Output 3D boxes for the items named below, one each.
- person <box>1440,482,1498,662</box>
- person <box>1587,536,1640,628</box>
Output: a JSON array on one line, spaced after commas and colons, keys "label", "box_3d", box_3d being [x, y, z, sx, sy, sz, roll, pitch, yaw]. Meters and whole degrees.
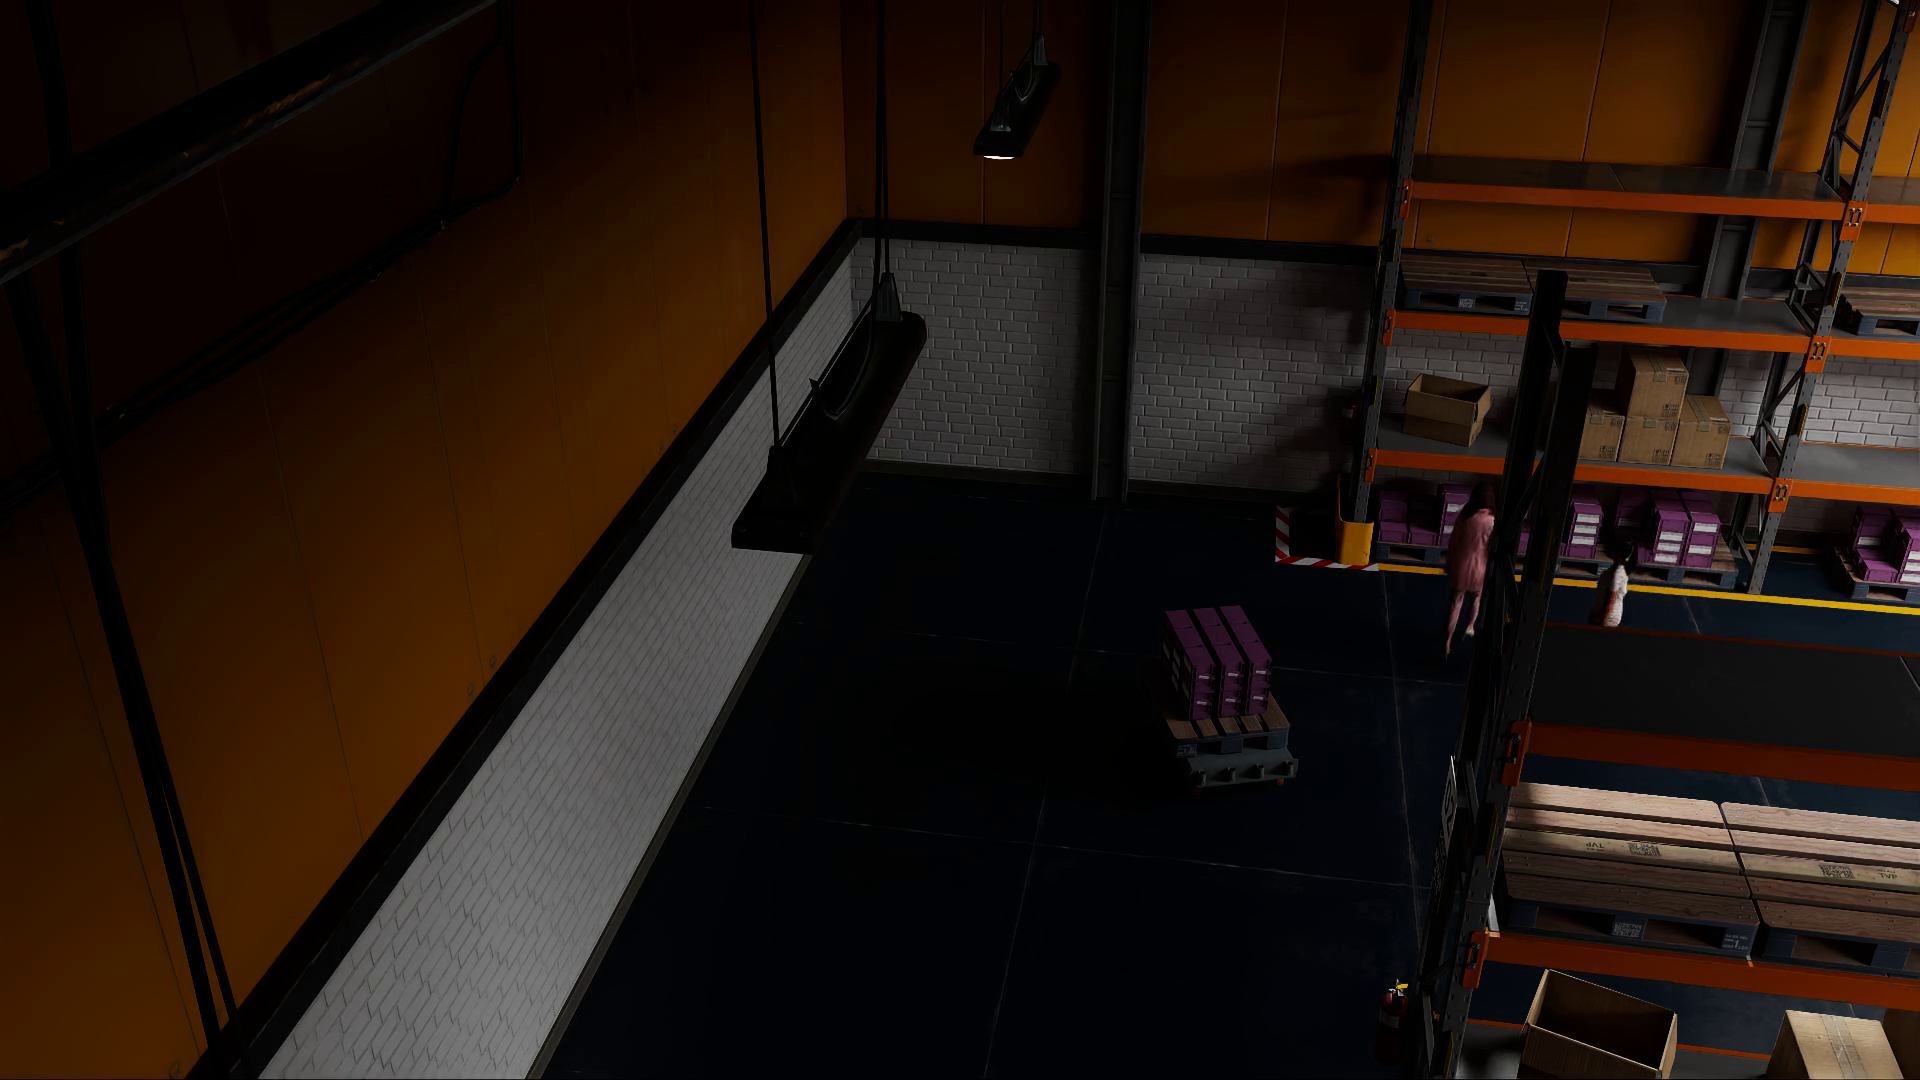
[{"label": "person", "box_3d": [4.738, 0.330, 15.555, 1.035, 1.768, 0.878, 13, 31, 22]}, {"label": "person", "box_3d": [5.903, 0.715, 14.993, 0.973, 1.631, 0.763, 15, 32, 25]}]
